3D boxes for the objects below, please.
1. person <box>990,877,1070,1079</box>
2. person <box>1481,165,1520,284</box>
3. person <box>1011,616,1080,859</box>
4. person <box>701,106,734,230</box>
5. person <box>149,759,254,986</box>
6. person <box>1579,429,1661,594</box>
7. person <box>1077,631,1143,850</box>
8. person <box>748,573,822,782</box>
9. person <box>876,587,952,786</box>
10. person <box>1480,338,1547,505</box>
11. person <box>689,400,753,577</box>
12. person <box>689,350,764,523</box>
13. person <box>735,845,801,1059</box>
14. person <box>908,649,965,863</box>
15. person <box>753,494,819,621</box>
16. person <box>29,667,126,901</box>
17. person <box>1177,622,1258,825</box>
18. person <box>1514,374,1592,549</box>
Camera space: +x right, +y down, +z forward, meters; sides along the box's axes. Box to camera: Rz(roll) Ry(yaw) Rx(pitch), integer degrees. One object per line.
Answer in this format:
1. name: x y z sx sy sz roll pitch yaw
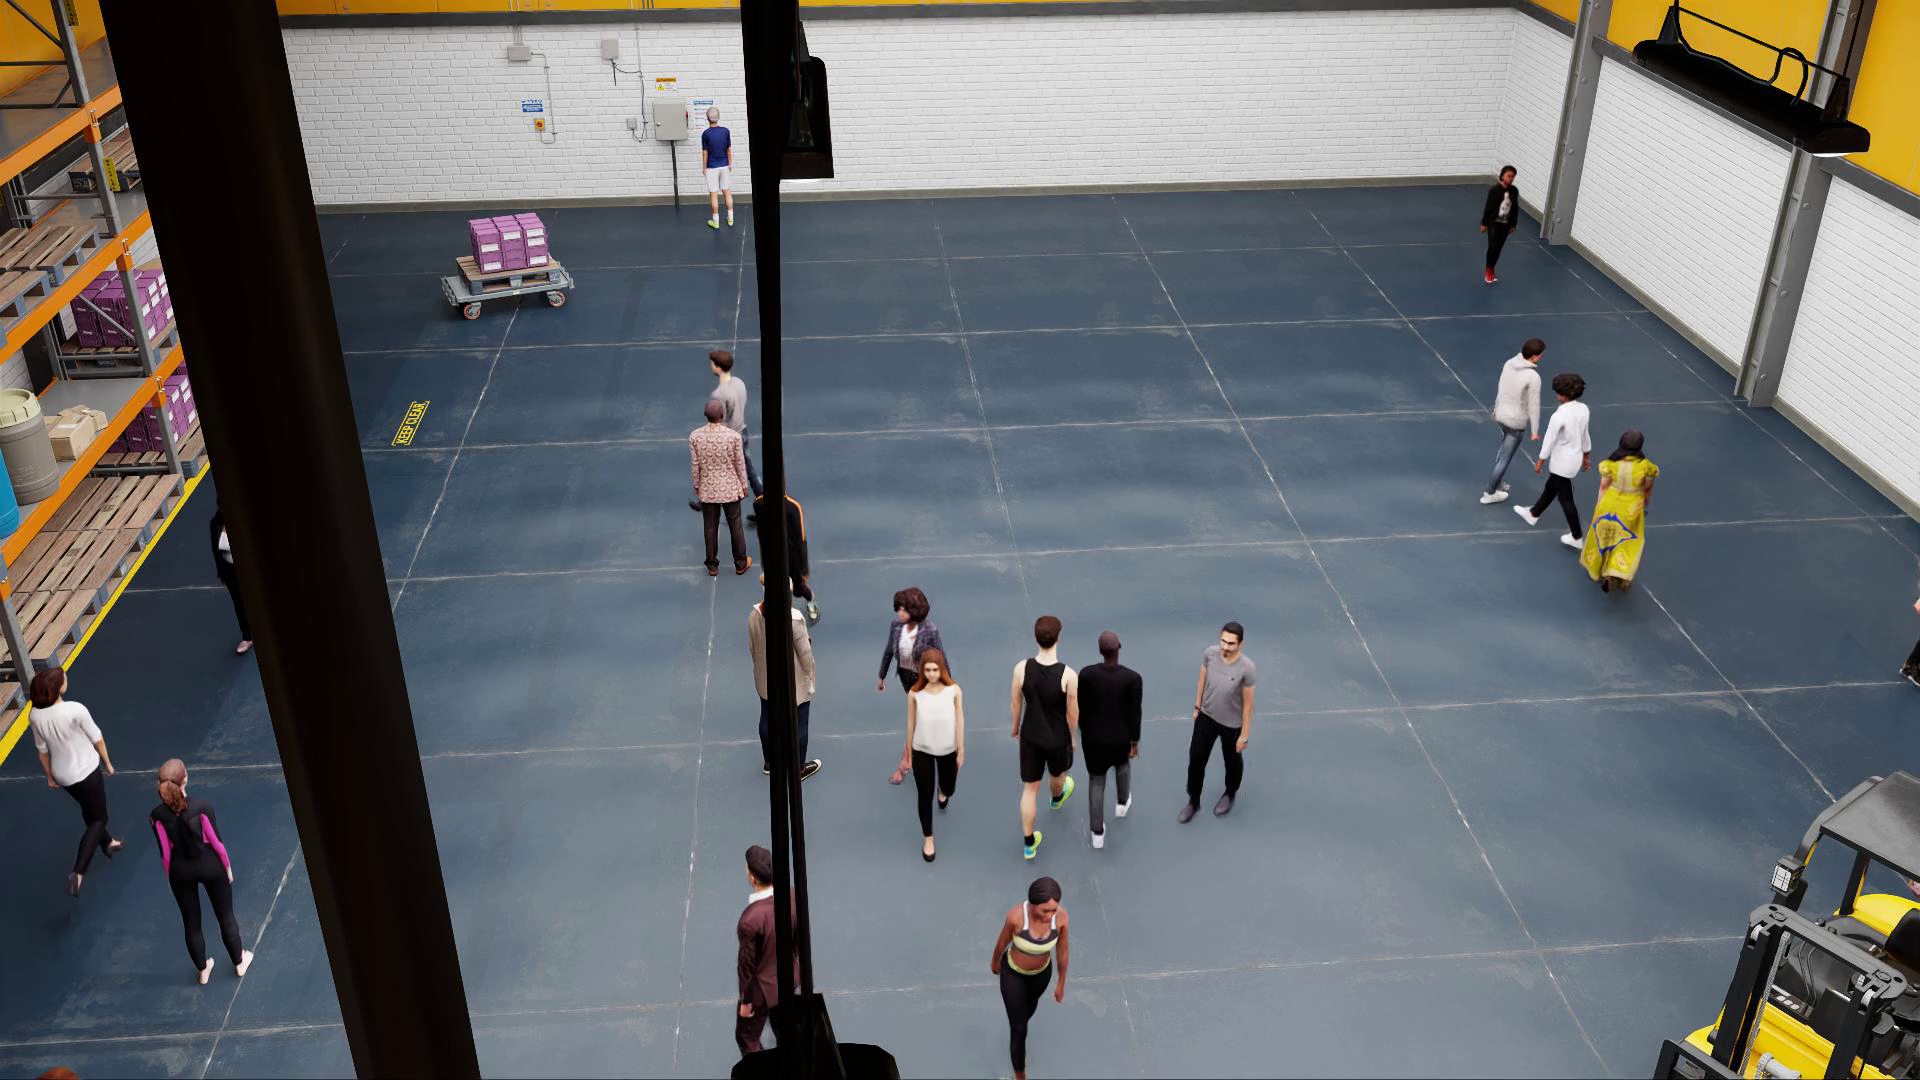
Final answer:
1. person: 0.396 2.638 10.311 0.640 1.686 1.087 -3 29 -6
2. person: 7.538 -4.457 23.350 0.611 1.657 0.576 -3 29 -6
3. person: 0.594 1.508 12.222 0.956 1.840 1.217 10 30 17
4. person: -3.722 -5.715 25.467 0.717 1.837 0.700 -16 33 -27
5. person: -5.069 2.201 11.049 0.595 1.747 0.591 -9 30 -16
6. person: 6.206 -0.227 15.616 1.025 1.636 1.136 14 32 24
7. person: 1.075 1.520 12.311 0.762 1.735 0.957 3 29 6
8. person: -1.401 1.040 13.029 0.804 1.890 0.829 12 31 21
9. person: -0.285 1.084 13.195 1.055 1.653 1.146 19 34 31
10. person: 5.642 -1.218 17.245 0.911 1.816 0.791 -12 31 -21
11. person: -2.297 -0.497 15.931 0.694 1.808 0.605 0 29 0
12. person: -2.223 -0.978 16.767 1.172 1.853 1.248 13 31 23
13. person: -1.147 2.668 10.075 0.865 1.861 0.792 20 34 32
14. person: -0.186 1.515 12.351 0.591 1.706 0.951 -1 29 -1
15. person: -1.546 0.130 14.813 0.929 1.779 1.223 7 29 13
16. person: -6.329 1.754 11.853 0.687 1.763 1.116 1 29 2
17. person: 2.036 1.320 12.669 0.921 1.742 0.991 17 33 29
18. person: 6.036 -0.738 16.425 1.039 1.758 1.244 -16 32 -27
